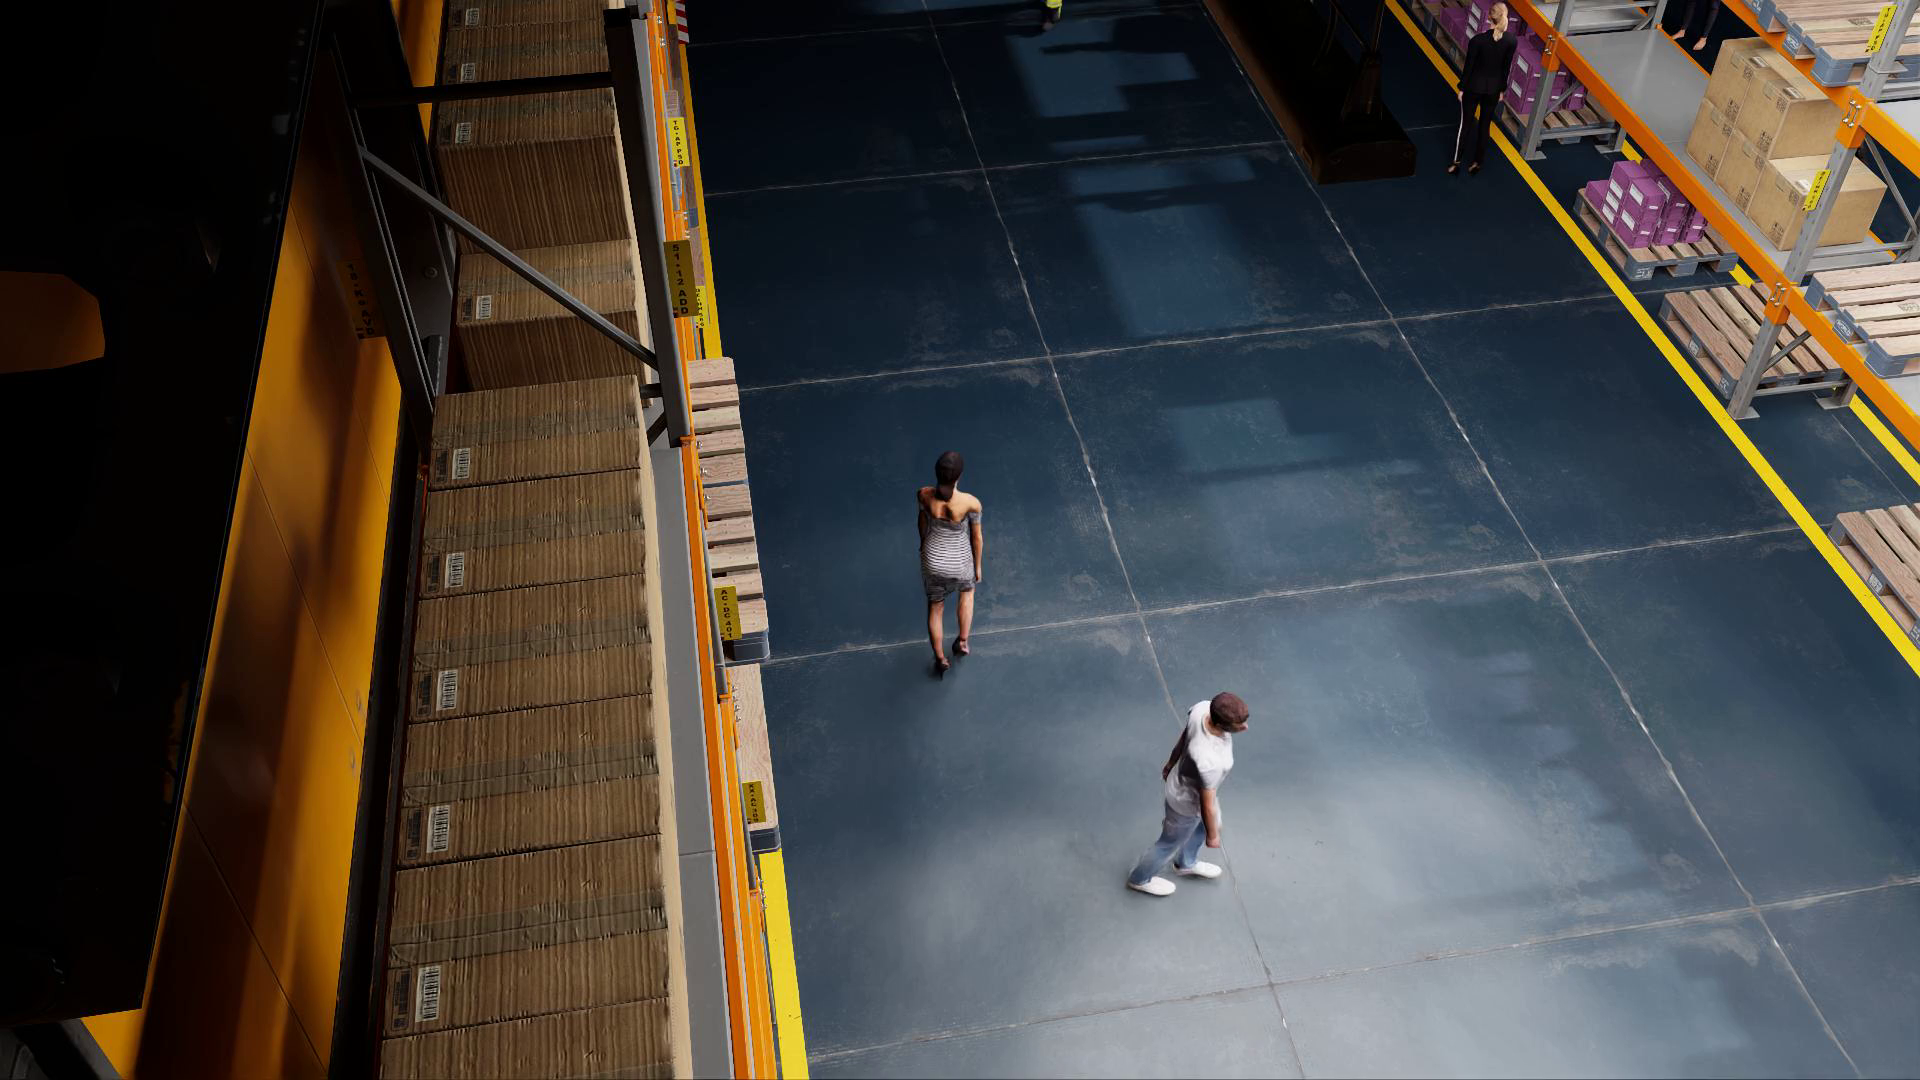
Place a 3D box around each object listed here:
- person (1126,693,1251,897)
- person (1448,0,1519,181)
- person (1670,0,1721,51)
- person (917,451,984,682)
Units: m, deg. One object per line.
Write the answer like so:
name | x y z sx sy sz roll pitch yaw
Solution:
person | 1.222 1.434 9.399 0.858 1.809 0.831 0 44 0
person | 4.804 -4.114 15.300 0.661 1.702 0.599 2 44 2
person | 7.815 -5.978 17.209 0.658 1.768 0.753 33 53 30
person | -0.107 0.237 10.657 0.727 1.808 0.764 8 44 8
